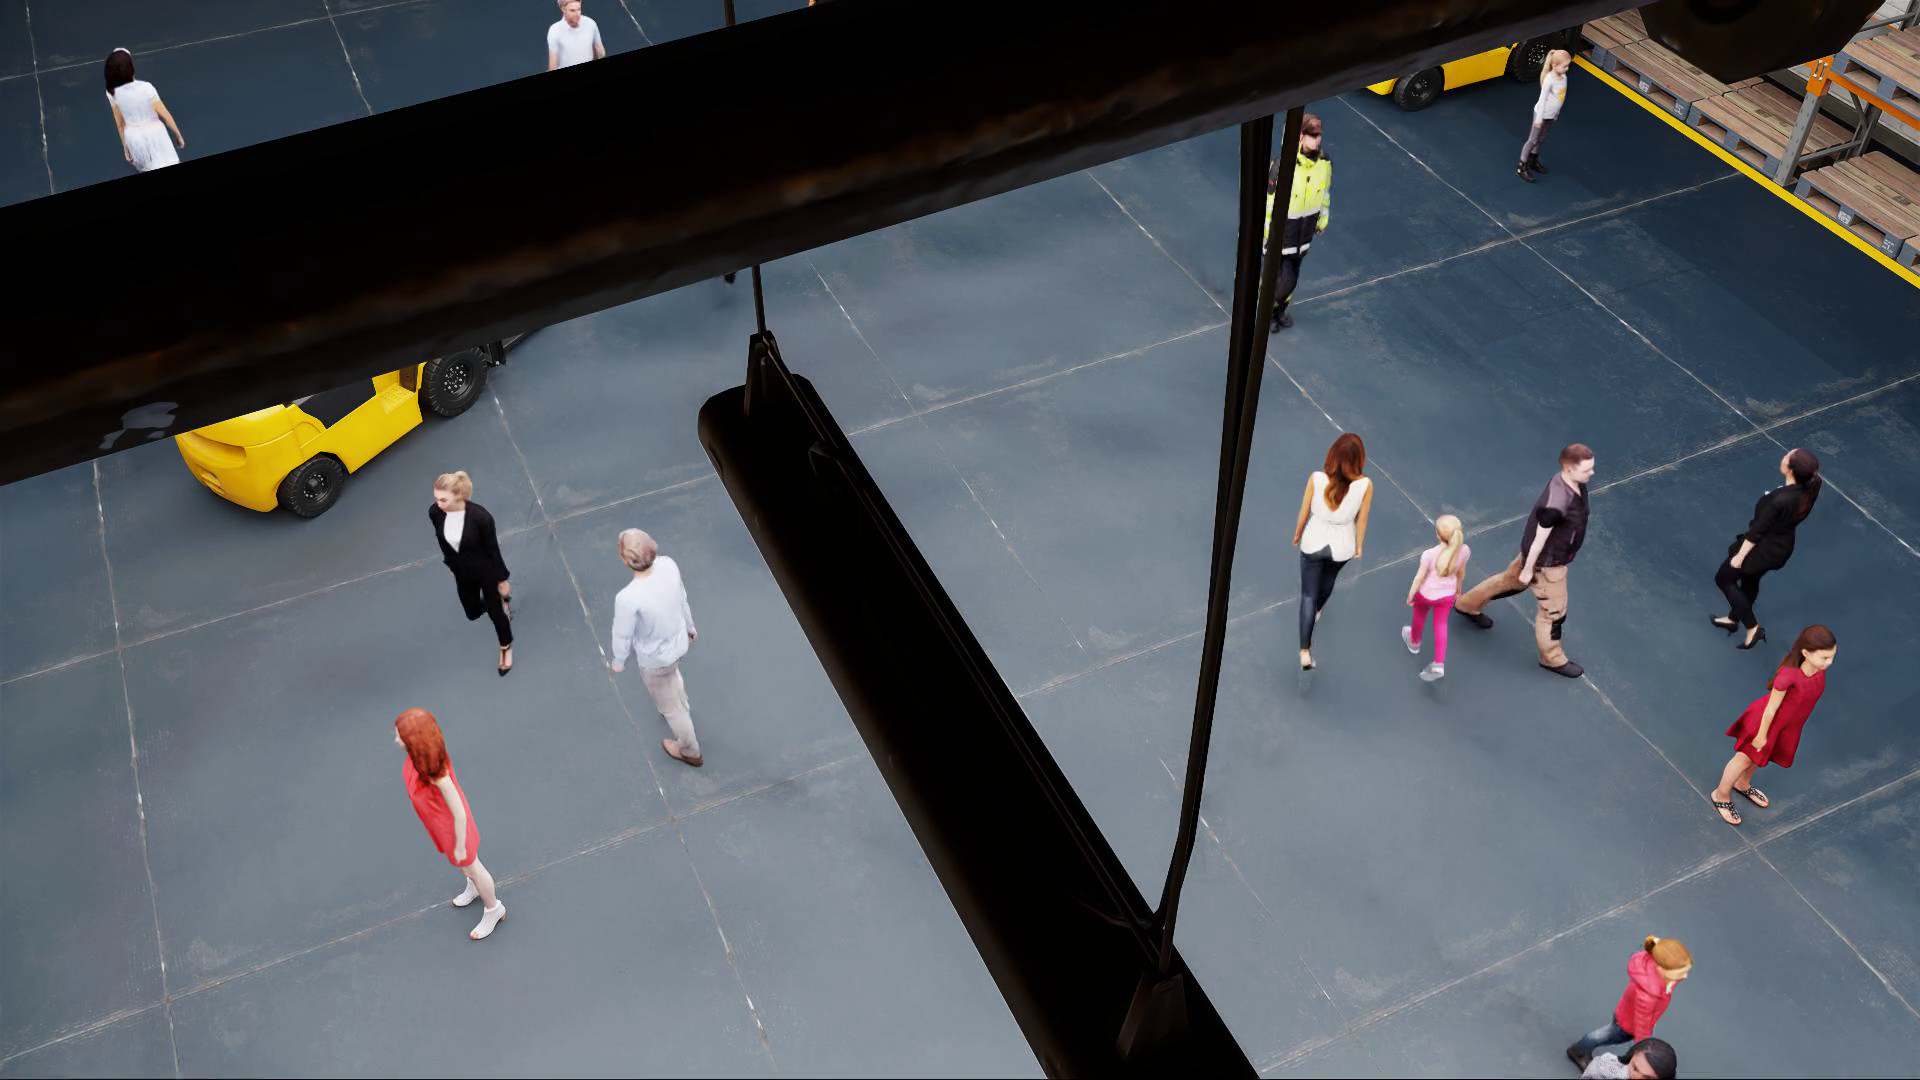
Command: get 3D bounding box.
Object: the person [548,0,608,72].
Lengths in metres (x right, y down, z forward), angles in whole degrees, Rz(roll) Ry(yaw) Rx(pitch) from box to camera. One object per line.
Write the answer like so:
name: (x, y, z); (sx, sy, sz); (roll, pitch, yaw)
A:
person: (-3.554, -4.253, 15.358); (0.766, 1.812, 0.833); (-28, 50, -26)

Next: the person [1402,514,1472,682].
person: (3.150, 0.386, 10.894); (0.697, 1.254, 0.897); (-4, 44, -5)

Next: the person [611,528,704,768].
person: (-1.740, 0.709, 10.103); (0.917, 1.877, 0.856); (21, 47, 20)

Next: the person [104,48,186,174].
person: (-7.003, -3.314, 14.404); (0.889, 1.768, 1.247); (-6, 44, -6)

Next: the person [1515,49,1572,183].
person: (5.431, -3.973, 15.452); (0.547, 1.277, 0.566); (-34, 53, -30)

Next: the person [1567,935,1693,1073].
person: (3.461, 2.451, 8.697); (0.651, 1.293, 0.862); (-31, 52, -29)

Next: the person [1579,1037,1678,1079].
person: (3.074, 2.870, 7.945); (0.599, 1.724, 0.727); (30, 51, 28)

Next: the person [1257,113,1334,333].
person: (2.631, -2.608, 13.519); (0.819, 1.968, 0.742); (-23, 48, -23)

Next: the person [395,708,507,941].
person: (-2.835, 1.560, 9.246); (0.688, 1.827, 0.484); (-24, 49, -23)

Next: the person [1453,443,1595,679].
person: (3.724, 0.052, 10.848); (1.279, 1.800, 1.120); (22, 48, 21)

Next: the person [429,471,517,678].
person: (-3.096, 0.156, 10.817); (0.823, 1.694, 0.890); (6, 44, 6)

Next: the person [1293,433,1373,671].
person: (2.381, 0.107, 10.826); (1.019, 1.750, 1.169); (7, 44, 8)

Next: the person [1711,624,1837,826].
person: (4.887, 1.069, 9.960); (0.561, 1.553, 0.622); (-22, 48, -22)

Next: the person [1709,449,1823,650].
person: (5.312, 0.121, 10.885); (0.643, 1.649, 0.722); (-22, 48, -21)
